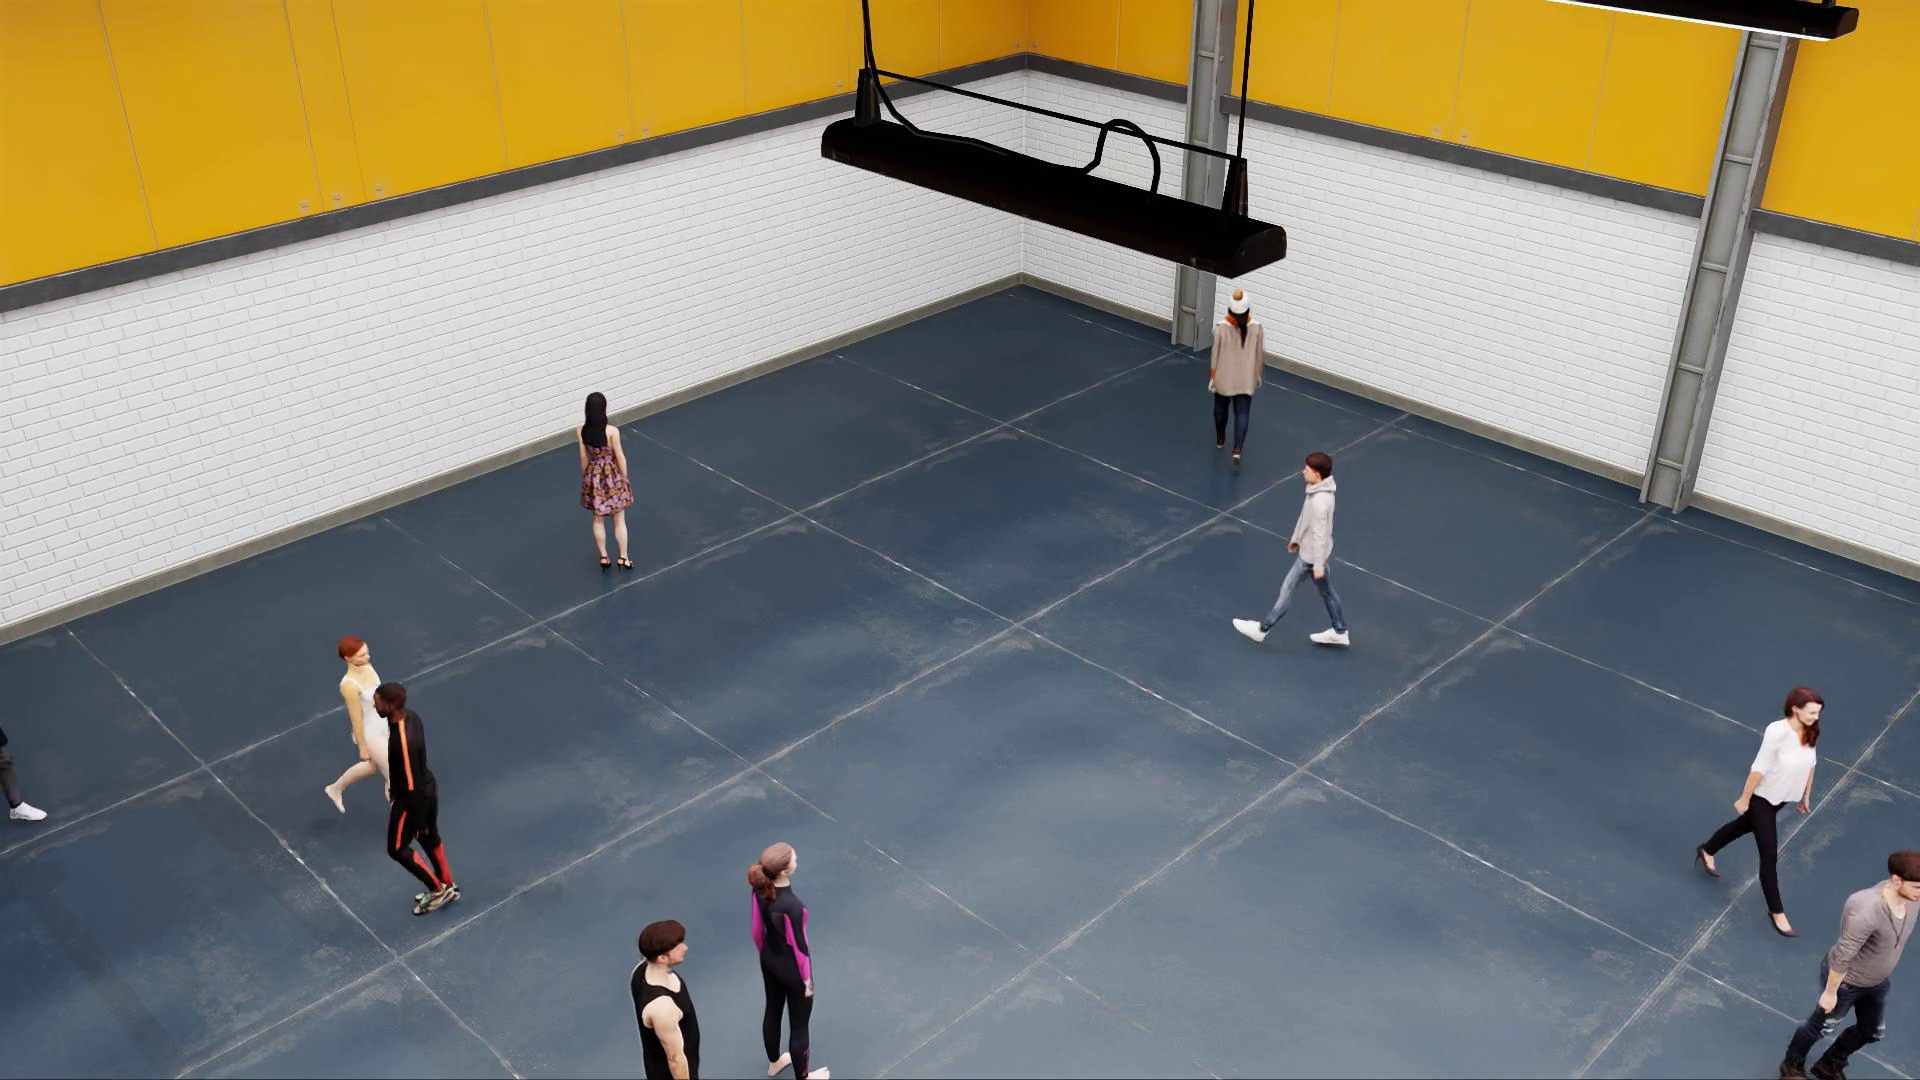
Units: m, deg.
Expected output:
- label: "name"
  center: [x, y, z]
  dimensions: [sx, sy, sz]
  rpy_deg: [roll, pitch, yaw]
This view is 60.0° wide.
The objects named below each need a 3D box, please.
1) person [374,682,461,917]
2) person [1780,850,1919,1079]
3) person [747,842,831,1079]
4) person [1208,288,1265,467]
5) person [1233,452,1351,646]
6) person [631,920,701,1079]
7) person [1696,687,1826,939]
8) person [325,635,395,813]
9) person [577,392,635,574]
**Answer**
- label: "person"
  center: [-3.524, 1.701, 11.046]
  dimensions: [0.807, 1.791, 0.723]
  rpy_deg: [-6, 29, -12]
- label: "person"
  center: [5.113, 2.461, 9.556]
  dimensions: [0.828, 1.882, 0.838]
  rpy_deg: [-11, 31, -20]
- label: "person"
  center: [-1.022, 2.472, 9.673]
  dimensions: [0.494, 1.752, 0.624]
  rpy_deg: [23, 36, 36]
- label: "person"
  center: [2.833, -1.672, 17.154]
  dimensions: [1.194, 1.862, 1.179]
  rpy_deg: [4, 29, 8]
- label: "person"
  center: [3.048, 0.136, 13.908]
  dimensions: [1.323, 1.795, 1.118]
  rpy_deg: [5, 29, 9]
- label: "person"
  center: [-1.549, 2.800, 8.924]
  dimensions: [0.831, 1.892, 0.658]
  rpy_deg: [-12, 31, -21]
- label: "person"
  center: [5.323, 1.695, 11.113]
  dimensions: [0.856, 1.735, 1.216]
  rpy_deg: [-14, 31, -23]
- label: "person"
  center: [-4.272, 1.380, 11.813]
  dimensions: [1.002, 1.618, 0.963]
  rpy_deg: [-1, 29, -3]
- label: "person"
  center: [-3.225, -0.516, 15.124]
  dimensions: [0.788, 1.777, 0.862]
  rpy_deg: [4, 29, 8]
